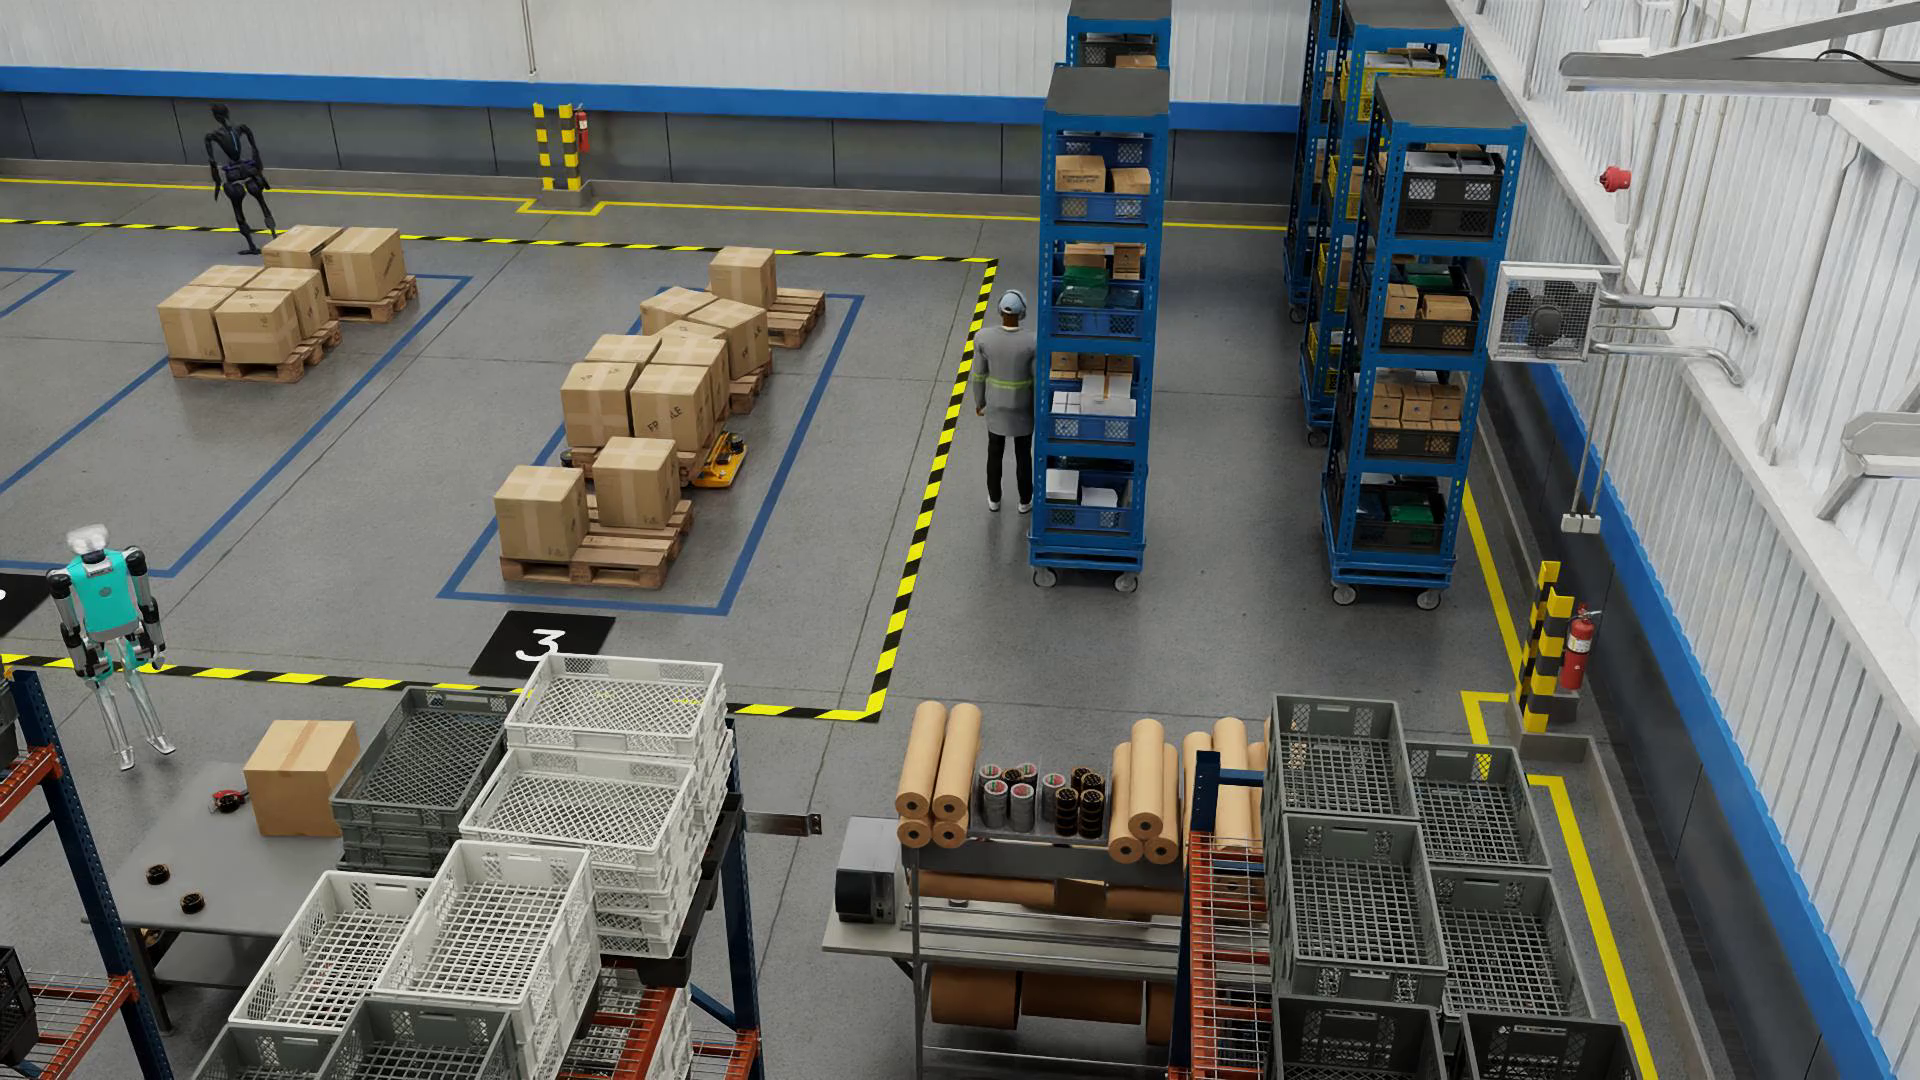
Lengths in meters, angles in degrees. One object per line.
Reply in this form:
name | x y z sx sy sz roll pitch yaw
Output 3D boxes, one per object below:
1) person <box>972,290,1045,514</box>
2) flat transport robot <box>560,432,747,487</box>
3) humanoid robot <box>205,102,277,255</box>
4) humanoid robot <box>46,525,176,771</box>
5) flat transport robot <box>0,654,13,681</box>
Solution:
person | 0.393 -1.077 12.950 0.589 1.852 0.399 7 31 12
flat transport robot | -2.554 -0.707 13.861 1.431 0.197 0.652 3 30 6
humanoid robot | -7.734 -3.881 17.945 0.463 1.647 0.606 26 39 37
humanoid robot | -5.152 0.581 10.084 0.533 1.675 0.735 -22 37 -32
flat transport robot | -7.142 0.969 11.010 1.431 0.231 0.659 3 30 6
